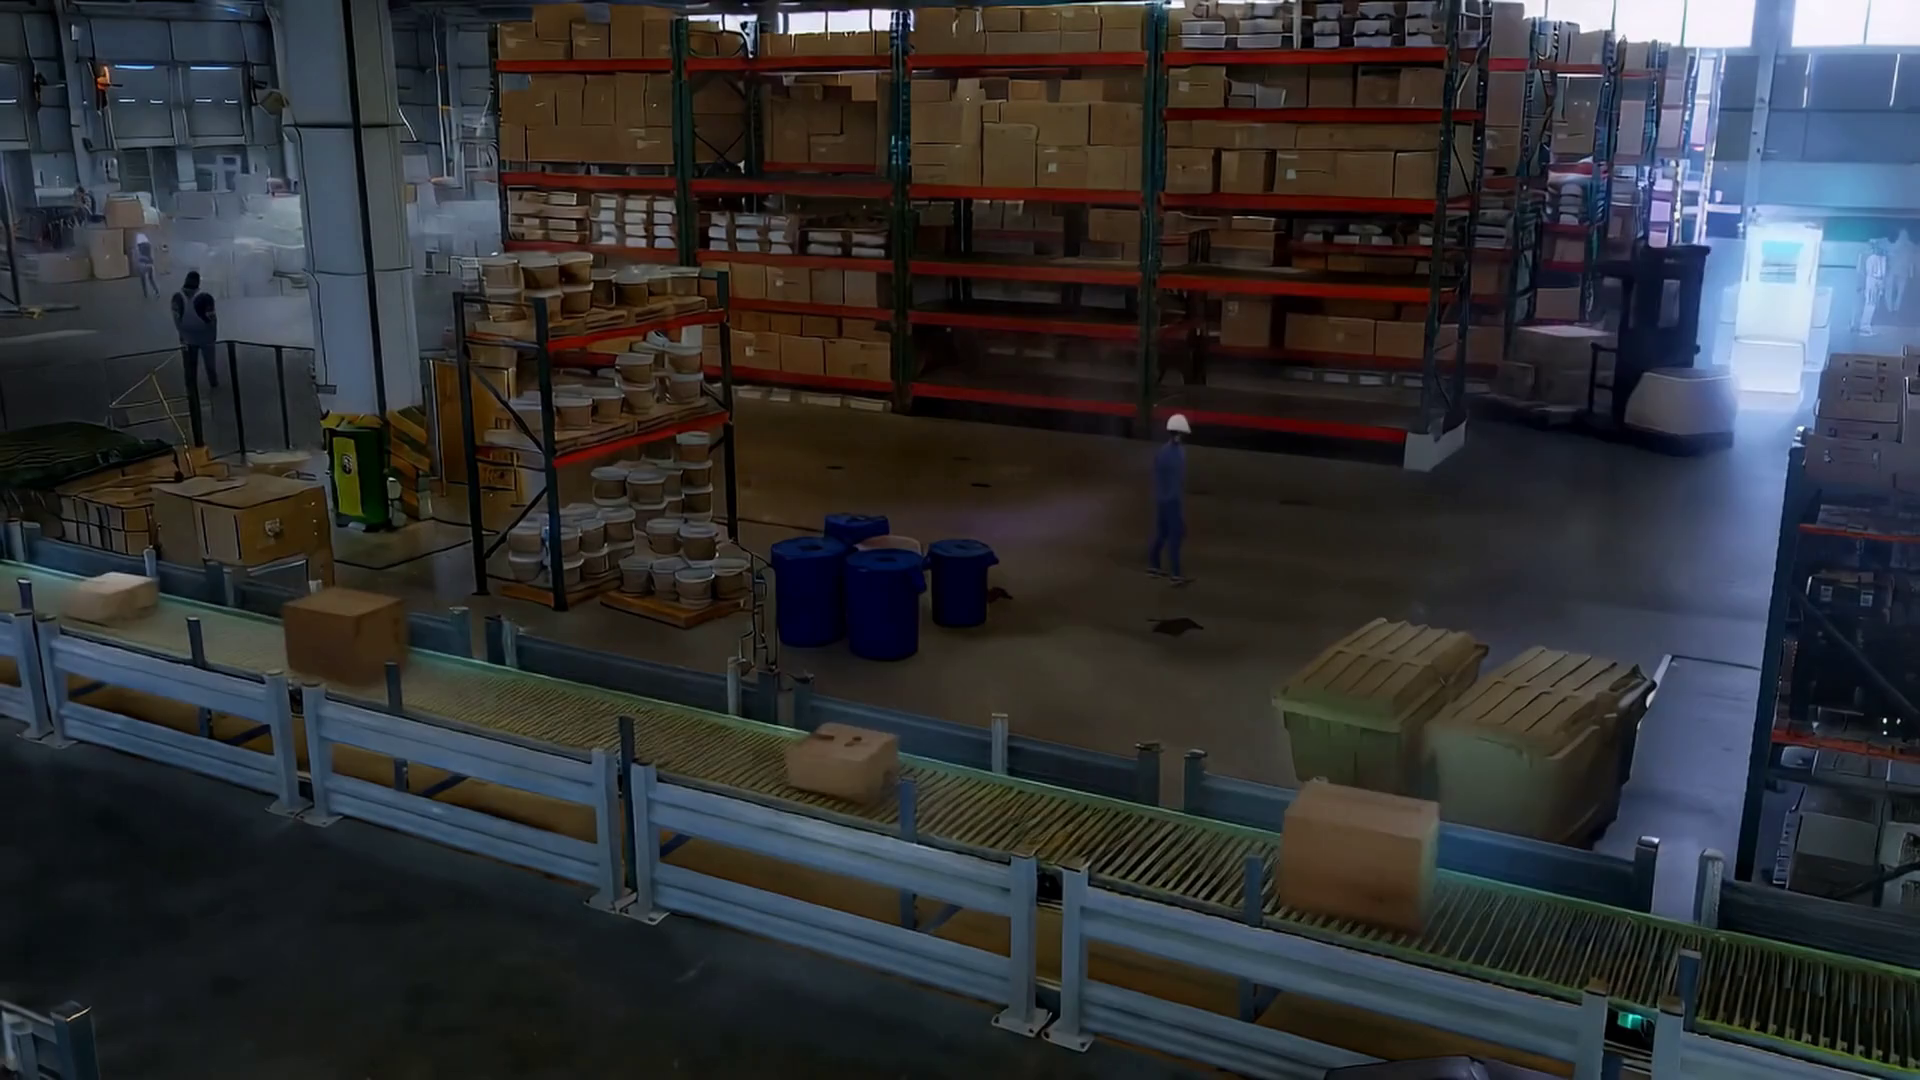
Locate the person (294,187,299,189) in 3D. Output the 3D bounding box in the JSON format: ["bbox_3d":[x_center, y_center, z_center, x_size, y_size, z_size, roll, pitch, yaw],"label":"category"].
[{"bbox_3d":[-22.042,-10.817,55.573,0.631,1.940,0.386,13,20,41],"label":"person"}]

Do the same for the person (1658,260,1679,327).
[{"bbox_3d":[13.178,-4.288,31.107,0.398,1.900,0.647,-5,16,-19],"label":"person"}]

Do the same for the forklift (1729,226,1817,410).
[{"bbox_3d":[13.061,-3.618,26.700,1.129,2.768,1.873,8,17,27],"label":"forklift"}]

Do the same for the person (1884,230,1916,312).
[{"bbox_3d":[21.731,-6.246,38.559,0.655,1.853,1.021,8,17,28],"label":"person"}]

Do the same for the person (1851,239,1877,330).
[{"bbox_3d":[19.313,-5.450,35.446,0.641,1.913,0.408,-13,19,-39],"label":"person"}]

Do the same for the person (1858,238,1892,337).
[{"bbox_3d":[18.910,-5.210,34.322,0.404,2.036,0.602,14,21,43],"label":"person"}]

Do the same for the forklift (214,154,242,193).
[{"bbox_3d":[-26.728,-12.764,61.082,1.873,2.768,1.129,8,17,28],"label":"forklift"}]

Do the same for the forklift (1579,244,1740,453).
[{"bbox_3d":[9.980,-2.758,23.469,1.129,2.768,1.873,-6,16,-22],"label":"forklift"}]

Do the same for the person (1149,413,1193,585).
[{"bbox_3d":[2.209,-0.418,16.859,0.697,1.739,0.539,9,17,29],"label":"person"}]

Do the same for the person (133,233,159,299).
[{"bbox_3d":[-19.897,-6.688,40.651,0.418,1.628,0.527,13,20,41],"label":"person"}]

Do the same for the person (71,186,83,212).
[{"bbox_3d":[-32.186,-12.049,60.682,0.549,1.681,0.385,11,18,35],"label":"person"}]

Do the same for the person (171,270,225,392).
[{"bbox_3d":[-12.741,-3.488,27.821,0.683,2.000,0.536,0,15,0],"label":"person"}]

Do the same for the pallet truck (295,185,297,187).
[{"bbox_3d":[-26.804,-14.617,69.738,1.885,1.965,0.823,-14,20,-42],"label":"pallet truck"}]

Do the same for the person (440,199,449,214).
[{"bbox_3d":[-16.736,-10.305,54.264,0.520,1.609,0.768,11,18,36],"label":"person"}]

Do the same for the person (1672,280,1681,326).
[{"bbox_3d":[13.827,-4.407,31.934,0.318,1.695,0.539,-1,15,-2],"label":"person"}]
